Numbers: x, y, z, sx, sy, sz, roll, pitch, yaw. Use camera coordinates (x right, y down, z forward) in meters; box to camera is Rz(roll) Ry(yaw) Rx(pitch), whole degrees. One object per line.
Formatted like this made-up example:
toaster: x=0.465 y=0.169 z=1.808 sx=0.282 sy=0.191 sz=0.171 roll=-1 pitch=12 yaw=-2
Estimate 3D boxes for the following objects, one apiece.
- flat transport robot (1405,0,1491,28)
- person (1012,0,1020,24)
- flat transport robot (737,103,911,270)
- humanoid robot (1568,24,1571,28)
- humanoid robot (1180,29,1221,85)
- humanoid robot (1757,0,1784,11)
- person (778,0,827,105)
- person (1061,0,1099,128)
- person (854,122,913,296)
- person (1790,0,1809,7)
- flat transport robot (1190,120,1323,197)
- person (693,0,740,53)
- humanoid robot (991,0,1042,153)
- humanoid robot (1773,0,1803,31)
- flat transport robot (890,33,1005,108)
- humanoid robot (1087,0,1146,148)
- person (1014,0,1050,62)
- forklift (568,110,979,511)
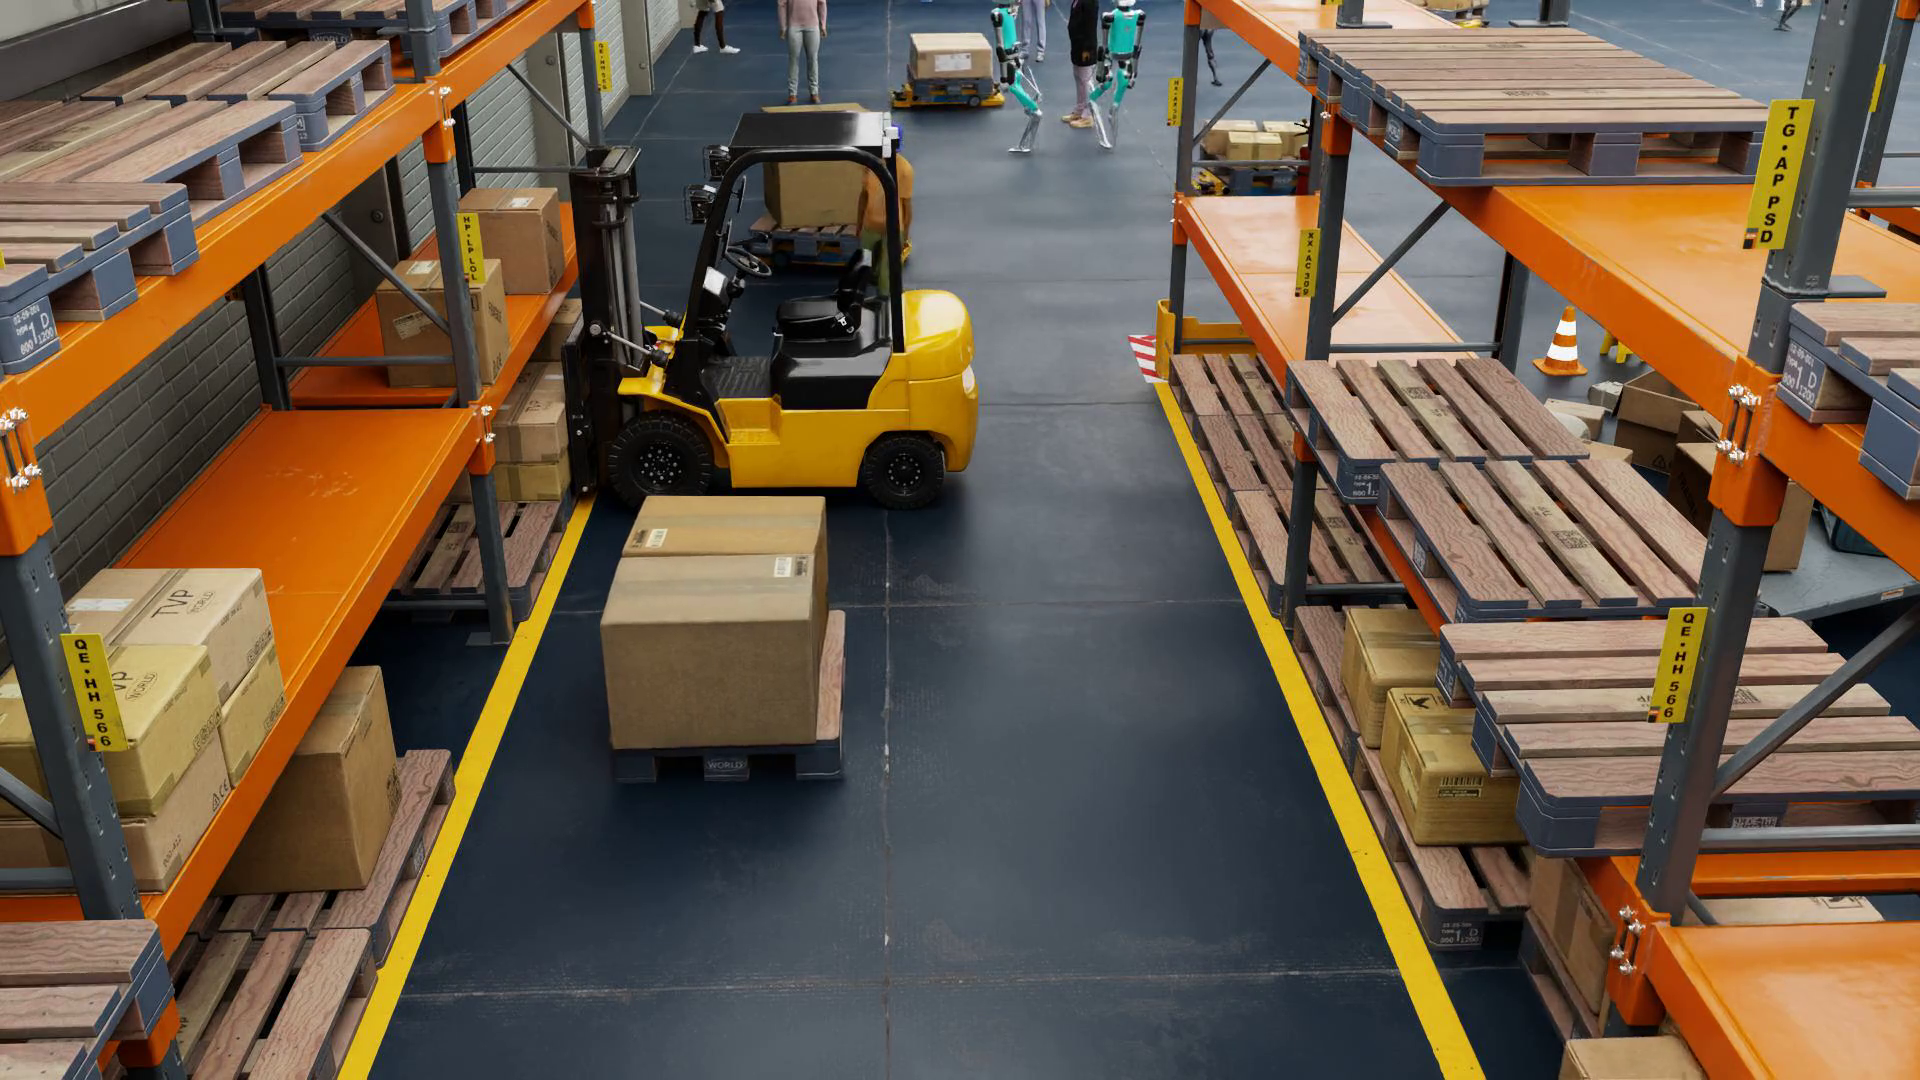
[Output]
flat transport robot: x=7.853 y=-8.407 z=27.107 sx=1.431 sy=0.231 sz=0.659 roll=23 pitch=34 yaw=39
person: x=0.880 y=-9.399 z=27.495 sx=0.571 sy=1.721 sz=0.586 roll=5 pitch=26 yaw=10
flat transport robot: x=-1.201 y=-2.594 z=14.797 sx=1.431 sy=0.231 sz=0.659 roll=4 pitch=26 yaw=9
humanoid robot: x=6.634 y=-5.281 z=18.846 sx=0.598 sy=1.641 sz=0.399 roll=-11 pitch=27 yaw=-21
humanoid robot: x=3.255 y=-6.982 z=22.494 sx=0.673 sy=1.620 sz=0.613 roll=19 pitch=31 yaw=35
humanoid robot: x=14.470 y=-10.199 z=29.246 sx=0.551 sy=1.822 sz=0.904 roll=-2 pitch=25 yaw=-4
person: x=-1.999 y=-6.552 z=21.227 sx=0.627 sy=1.938 sz=0.373 roll=-4 pitch=26 yaw=-9
person: x=1.475 y=-5.918 z=19.979 sx=0.401 sy=1.855 sz=0.544 roll=-6 pitch=26 yaw=-12
person: x=-0.559 y=-2.357 z=12.655 sx=0.487 sy=1.673 sz=0.533 roll=12 pitch=28 yaw=23
person: x=15.157 y=-10.460 z=29.600 sx=0.677 sy=1.866 sz=0.381 roll=-12 pitch=28 yaw=-24
flat transport robot: x=3.059 y=-3.621 z=16.973 sx=1.431 sy=0.231 sz=0.659 roll=-4 pitch=26 yaw=-8
person: x=-3.735 y=-8.239 z=24.908 sx=0.690 sy=1.859 sz=0.563 roll=-9 pitch=27 yaw=-18
humanoid robot: x=0.714 y=-5.108 z=18.537 sx=0.756 sy=1.885 sz=0.547 roll=9 pitch=27 yaw=17
humanoid robot: x=13.539 y=-9.105 z=26.934 sx=0.337 sy=1.643 sz=0.616 roll=15 pitch=29 yaw=29
flat transport robot: x=-0.169 y=-5.752 z=21.485 sx=1.431 sy=0.231 sz=0.659 roll=-3 pitch=25 yaw=-6
humanoid robot: x=1.680 y=-5.195 z=18.725 sx=0.530 sy=1.888 sz=0.780 roll=-12 pitch=28 yaw=-23
person: x=1.081 y=-7.954 z=24.303 sx=0.565 sy=1.845 sz=0.390 roll=11 pitch=27 yaw=22
forklift: x=-1.043 y=-1.379 z=9.976 sx=2.313 sy=2.155 sz=1.214 roll=-1 pitch=25 yaw=-2
